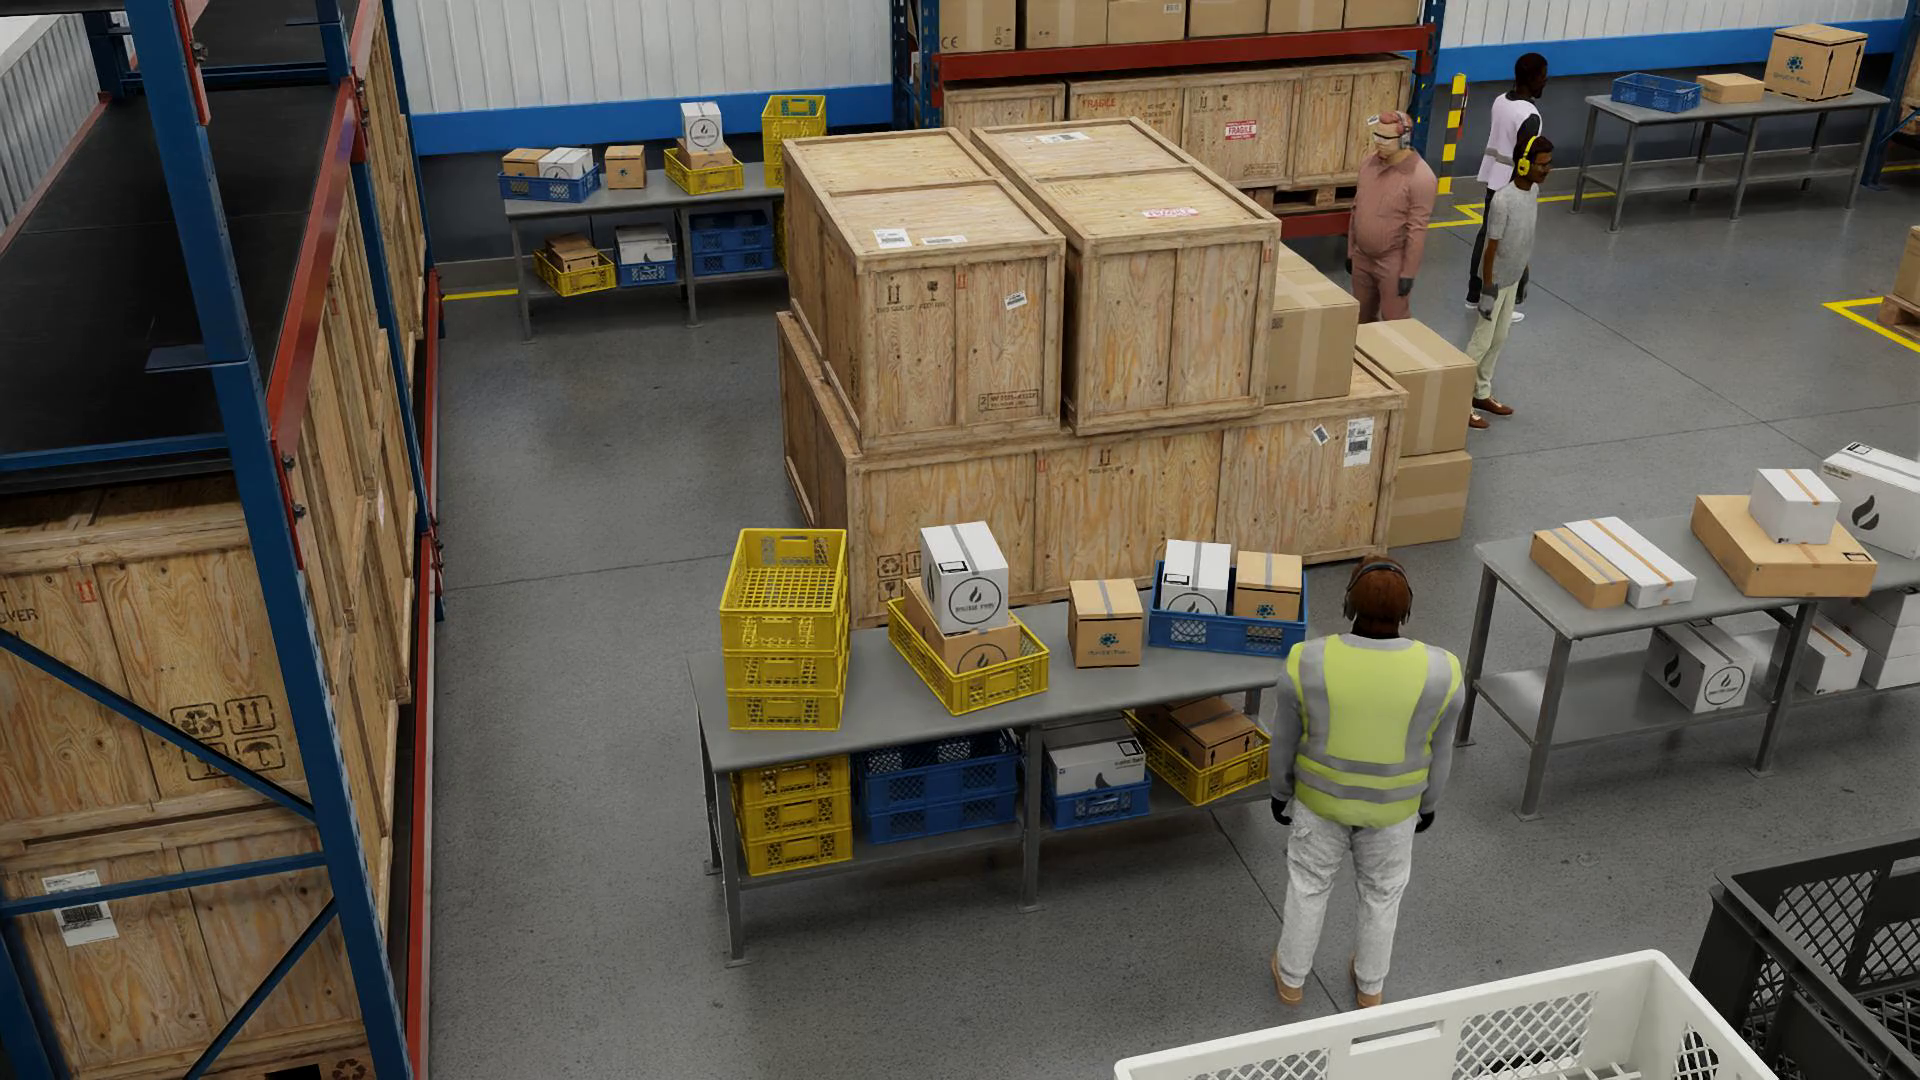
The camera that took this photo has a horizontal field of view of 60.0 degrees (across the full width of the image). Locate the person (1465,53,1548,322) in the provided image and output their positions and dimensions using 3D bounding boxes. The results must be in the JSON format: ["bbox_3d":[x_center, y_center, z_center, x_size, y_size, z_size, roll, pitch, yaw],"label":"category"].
[{"bbox_3d":[3.951,-2.542,12.007,0.392,1.919,0.591,-5,29,-8],"label":"person"}]

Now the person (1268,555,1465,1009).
[{"bbox_3d":[1.392,0.887,5.877,0.619,1.836,0.431,6,29,11],"label":"person"}]

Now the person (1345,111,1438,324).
[{"bbox_3d":[2.711,-1.815,10.717,0.397,1.898,0.636,-16,33,-27],"label":"person"}]

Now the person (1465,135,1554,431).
[{"bbox_3d":[3.384,-1.598,10.358,0.331,1.859,0.507,25,37,37],"label":"person"}]
